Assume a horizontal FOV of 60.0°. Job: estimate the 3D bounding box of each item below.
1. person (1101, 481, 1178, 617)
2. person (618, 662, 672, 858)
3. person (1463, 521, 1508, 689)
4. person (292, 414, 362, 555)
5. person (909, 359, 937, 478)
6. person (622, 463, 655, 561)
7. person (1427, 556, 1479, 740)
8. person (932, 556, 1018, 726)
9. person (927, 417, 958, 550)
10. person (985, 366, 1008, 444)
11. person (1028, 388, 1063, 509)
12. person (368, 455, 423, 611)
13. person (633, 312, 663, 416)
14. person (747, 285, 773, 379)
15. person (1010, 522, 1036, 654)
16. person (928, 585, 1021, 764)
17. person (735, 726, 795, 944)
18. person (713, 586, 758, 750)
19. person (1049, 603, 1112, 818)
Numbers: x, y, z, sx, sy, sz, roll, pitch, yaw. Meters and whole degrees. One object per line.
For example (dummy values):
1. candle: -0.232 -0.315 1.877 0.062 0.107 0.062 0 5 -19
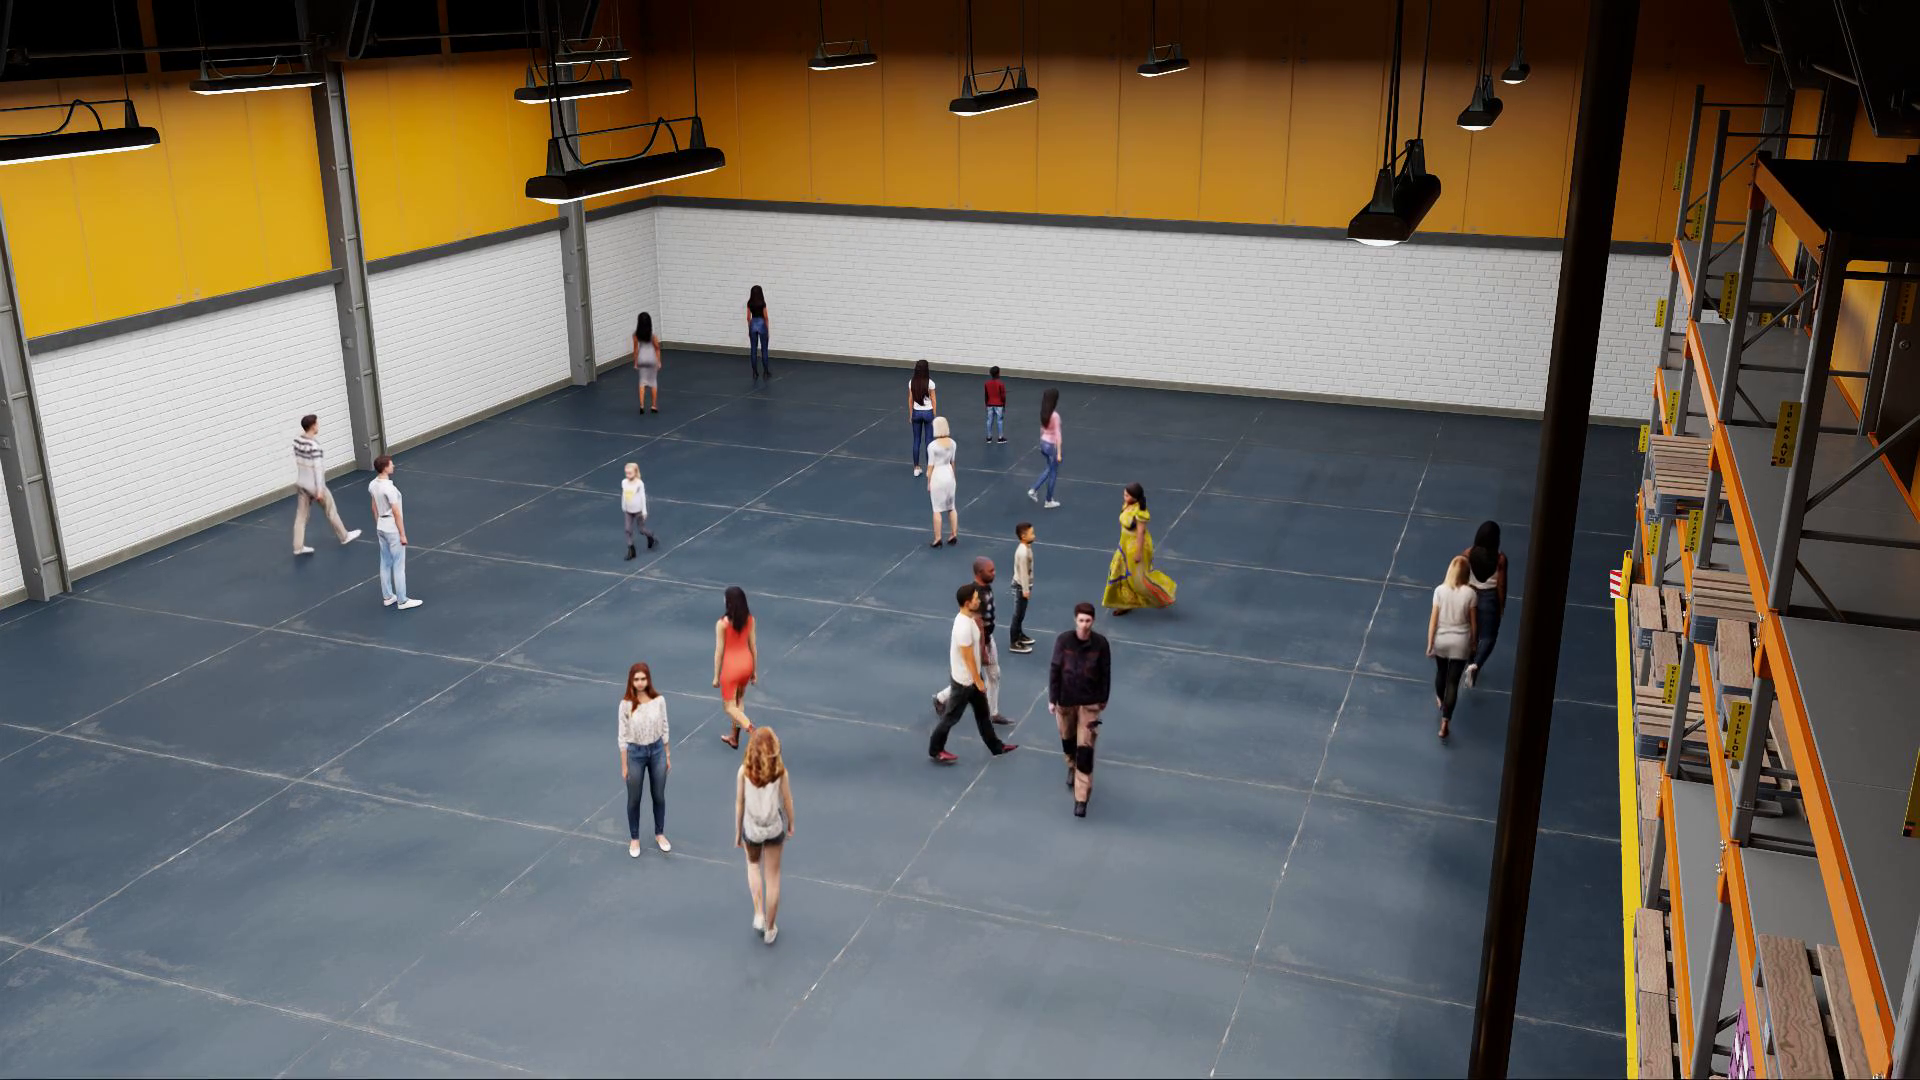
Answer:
1. person: 2.119 0.105 19.372 1.269 1.635 1.249 -7 20 -20
2. person: -2.667 1.834 14.092 0.649 1.728 0.693 -7 20 -20
3. person: 5.424 0.701 17.365 0.784 1.787 1.113 11 22 30
4. person: -8.412 -0.675 21.403 0.856 1.818 1.220 11 22 30
5. person: -0.556 -1.832 24.906 0.592 1.774 0.509 7 20 21
6. person: -4.165 -0.397 21.447 0.488 1.263 0.782 7 20 19
7. person: 4.809 1.087 16.252 0.634 1.766 1.214 7 20 21
8. person: 0.095 1.029 16.407 0.704 1.776 0.995 6 19 16
9. person: -0.221 -0.755 21.756 0.635 1.744 0.716 -12 22 -31
10. person: 0.565 -2.182 26.758 0.495 1.256 0.470 7 20 20
11. person: 1.193 -1.271 23.305 0.845 1.733 0.783 -9 21 -25
12. person: -6.733 -0.101 19.644 0.708 1.852 0.656 14 23 36
13. person: -5.343 -3.009 28.388 0.640 1.782 0.609 1 19 4
14. person: -3.773 -3.905 31.117 0.600 1.739 0.583 3 19 9
15. person: 0.685 0.508 18.452 0.627 1.459 0.470 3 19 9
16. person: -0.041 1.296 15.637 0.825 1.762 1.074 3 19 9
17. person: -1.500 2.293 12.700 0.707 1.748 0.739 -1 19 -4
18. person: -2.080 1.279 15.783 1.013 1.701 0.917 -17 25 -41
19. person: 1.063 1.450 14.997 0.834 1.878 1.279 3 19 9
